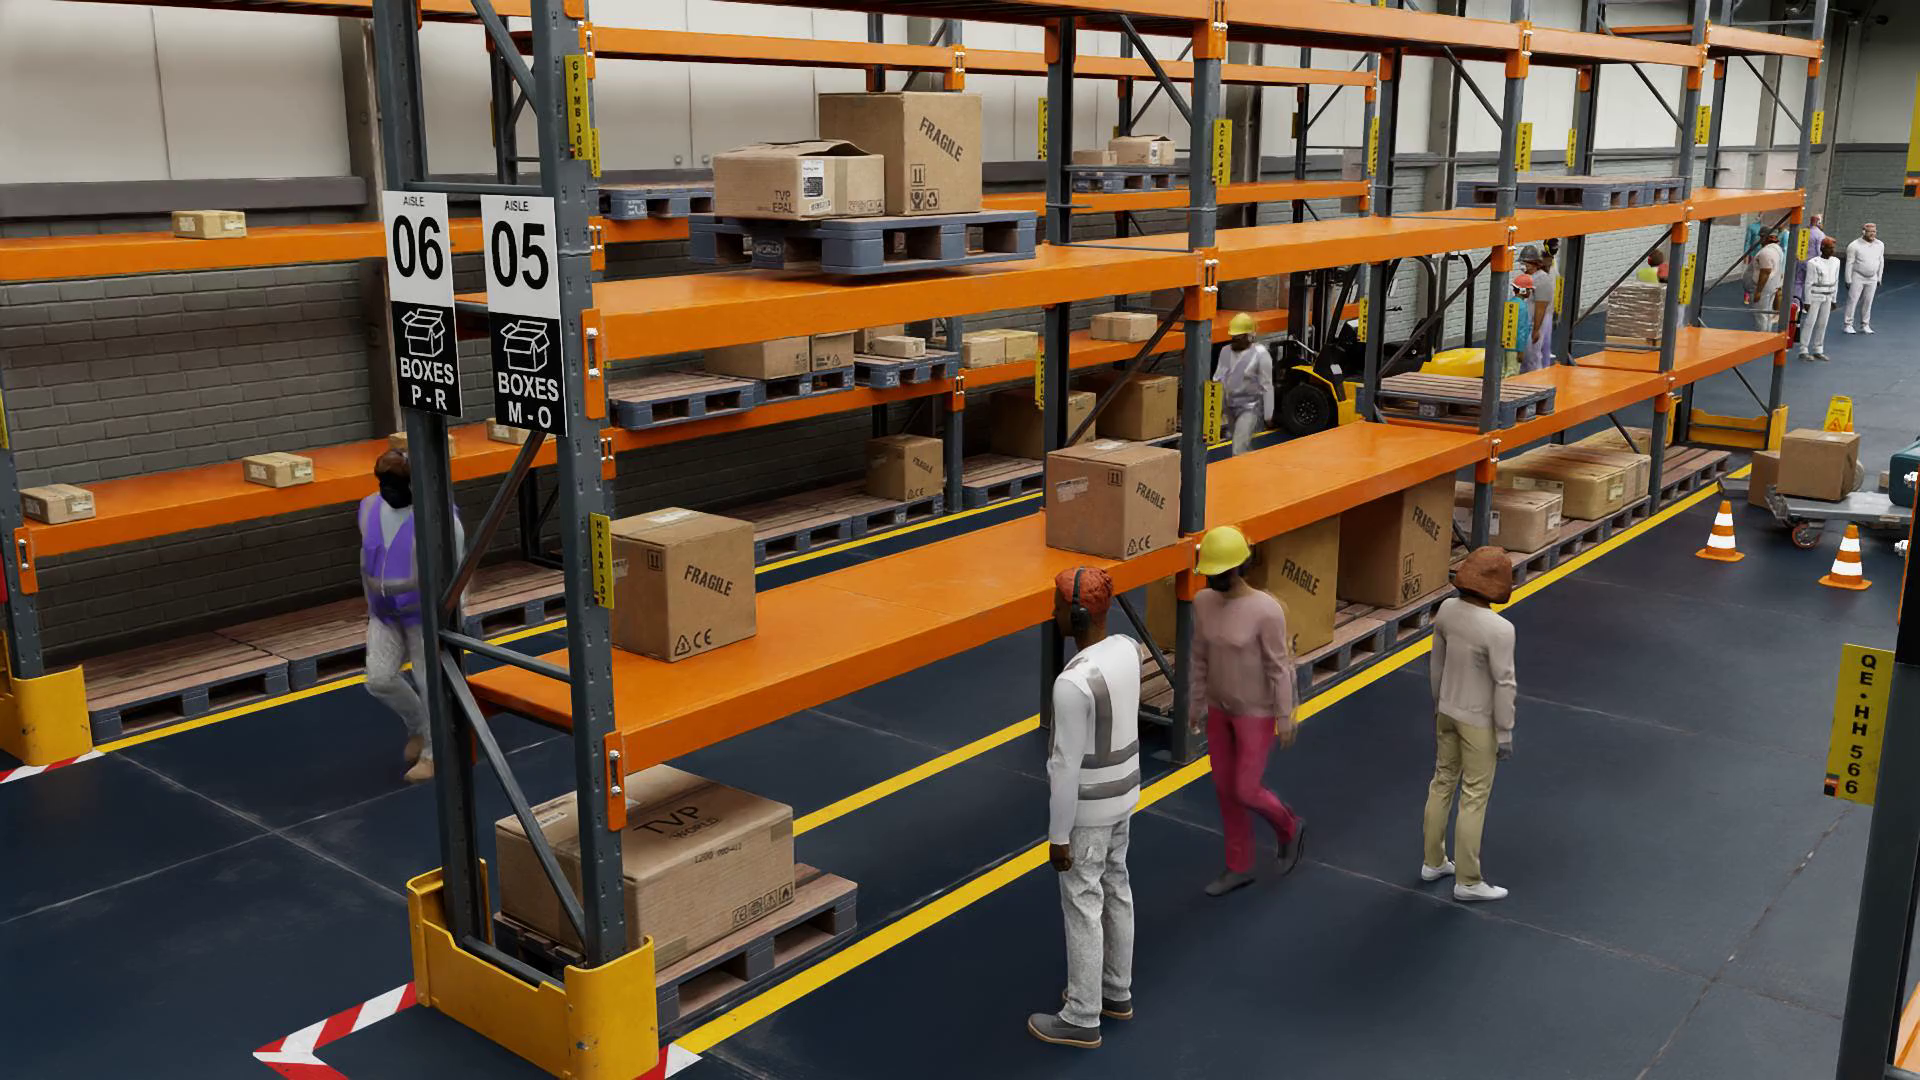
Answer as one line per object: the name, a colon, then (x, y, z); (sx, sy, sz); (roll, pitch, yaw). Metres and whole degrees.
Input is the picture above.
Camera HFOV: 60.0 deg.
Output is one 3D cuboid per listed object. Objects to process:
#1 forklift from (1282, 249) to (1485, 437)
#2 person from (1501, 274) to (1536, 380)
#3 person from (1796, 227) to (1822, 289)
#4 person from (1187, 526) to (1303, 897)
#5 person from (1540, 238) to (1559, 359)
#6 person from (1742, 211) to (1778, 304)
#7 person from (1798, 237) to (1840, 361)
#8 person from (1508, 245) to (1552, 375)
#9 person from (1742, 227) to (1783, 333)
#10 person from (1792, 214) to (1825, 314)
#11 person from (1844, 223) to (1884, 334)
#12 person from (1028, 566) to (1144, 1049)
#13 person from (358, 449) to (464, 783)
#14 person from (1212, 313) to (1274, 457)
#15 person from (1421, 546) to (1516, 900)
forklift: (4.886, -2.214, 18.767); (2.313, 2.155, 1.214); (11, 18, 38)
person: (6.826, -2.382, 20.389); (0.359, 1.743, 0.563); (1, 14, 3)
person: (17.290, -5.610, 33.800); (0.526, 1.610, 0.712); (11, 18, 39)
person: (1.273, 0.772, 7.536); (0.511, 1.733, 0.558); (-11, 18, -38)
person: (9.024, -3.724, 25.584); (0.508, 1.872, 0.328); (-12, 18, -41)
person: (16.172, -5.761, 33.613); (0.618, 1.997, 0.373); (6, 15, 22)
person: (13.104, -3.665, 25.340); (0.568, 1.878, 0.351); (-4, 14, -17)
person: (7.245, -2.764, 21.323); (0.535, 2.000, 0.685); (-1, 14, -5)
person: (12.615, -3.967, 26.221); (0.536, 2.000, 0.688); (11, 18, 38)
person: (16.342, -5.303, 31.961); (0.399, 1.900, 0.644); (-4, 14, -17)
person: (15.630, -4.516, 28.759); (0.646, 1.901, 0.400); (-1, 14, -3)
person: (0.491, 1.007, 6.307); (0.358, 1.880, 0.575); (8, 16, 30)
person: (-2.926, 0.401, 8.882); (0.645, 1.823, 0.444); (5, 15, 19)
person: (2.566, -1.218, 15.547); (0.882, 1.788, 0.599); (-10, 17, -35)
person: (2.331, 0.821, 7.566); (0.279, 1.631, 0.504); (-5, 15, -21)
